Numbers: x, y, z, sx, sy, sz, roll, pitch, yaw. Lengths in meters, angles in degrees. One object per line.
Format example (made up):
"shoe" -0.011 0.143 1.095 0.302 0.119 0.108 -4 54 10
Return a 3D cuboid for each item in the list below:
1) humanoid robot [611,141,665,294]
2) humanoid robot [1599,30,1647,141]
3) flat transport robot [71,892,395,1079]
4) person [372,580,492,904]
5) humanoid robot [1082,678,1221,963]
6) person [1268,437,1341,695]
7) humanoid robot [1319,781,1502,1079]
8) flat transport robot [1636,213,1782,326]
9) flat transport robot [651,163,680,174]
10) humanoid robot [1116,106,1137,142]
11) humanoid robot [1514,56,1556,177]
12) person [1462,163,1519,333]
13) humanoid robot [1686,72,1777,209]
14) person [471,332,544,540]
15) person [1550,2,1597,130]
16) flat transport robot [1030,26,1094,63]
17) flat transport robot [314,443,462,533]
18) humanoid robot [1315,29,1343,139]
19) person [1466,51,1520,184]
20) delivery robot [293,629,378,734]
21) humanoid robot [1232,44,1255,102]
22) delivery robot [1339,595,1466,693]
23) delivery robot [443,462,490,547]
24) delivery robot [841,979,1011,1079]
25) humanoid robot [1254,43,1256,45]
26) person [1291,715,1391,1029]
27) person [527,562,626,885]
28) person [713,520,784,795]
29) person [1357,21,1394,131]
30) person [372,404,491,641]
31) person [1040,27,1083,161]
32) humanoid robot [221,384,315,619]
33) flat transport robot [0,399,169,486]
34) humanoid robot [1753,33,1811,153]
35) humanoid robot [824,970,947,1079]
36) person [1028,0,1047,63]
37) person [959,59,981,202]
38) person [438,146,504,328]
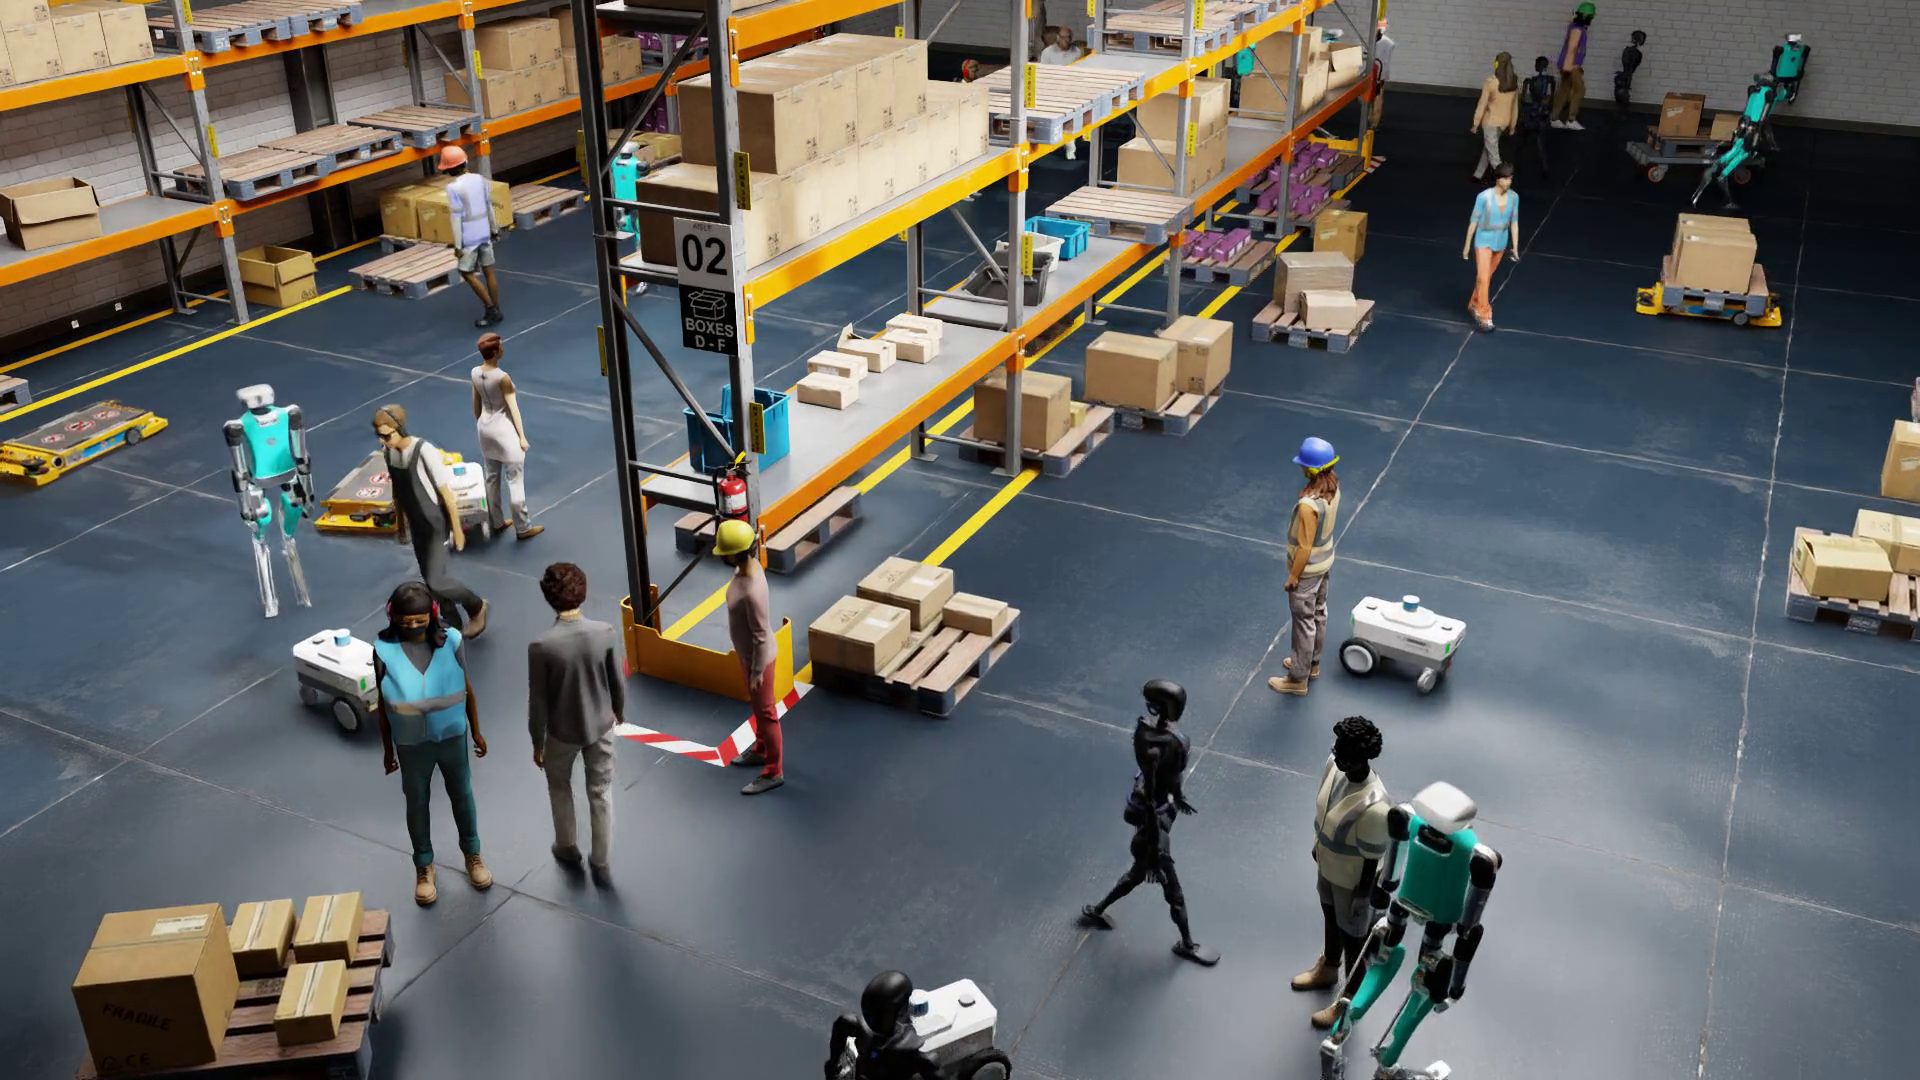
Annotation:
"humanoid robot" -3.513 -3.493 18.309 0.540 1.897 0.756 7 27 14
"humanoid robot" 9.963 -6.826 24.990 0.418 1.634 0.607 7 27 14
"flat transport robot" -3.383 2.351 8.029 0.659 0.231 1.431 -4 27 -9
"person" -2.807 1.053 8.847 0.527 1.871 0.390 -11 28 -21
"humanoid robot" 1.000 1.399 8.437 0.761 1.654 0.588 8 28 16
"person" 2.246 0.163 10.748 0.307 1.777 0.462 16 30 29
"humanoid robot" 1.873 1.920 7.261 0.983 1.761 0.547 -21 33 -36
"flat transport robot" 8.064 -2.552 17.933 1.431 0.231 0.659 9 28 18
"flat transport robot" -3.618 -5.060 22.998 0.659 0.231 1.431 20 33 35
"humanoid robot" 2.611 -6.823 24.966 0.397 1.644 0.590 4 27 8
"humanoid robot" 8.018 -5.877 23.120 0.598 1.635 0.769 -9 28 -17
"person" 5.551 -3.020 17.235 0.519 1.720 0.901 -6 27 -12
"humanoid robot" 9.920 -5.107 21.512 0.933 1.814 0.555 -2 26 -5
"person" -3.531 -0.802 12.827 0.444 1.661 0.285 13 29 25
"person" 9.556 -7.311 25.702 0.731 1.897 0.554 9 28 18
"flat transport robot" 1.751 -8.107 29.153 1.431 0.231 0.659 21 33 36
"flat transport robot" -4.684 -0.444 13.674 0.659 0.231 1.431 3 26 6
"humanoid robot" 5.215 -6.707 24.657 0.996 1.712 0.534 11 28 22
"person" 7.236 -5.644 22.429 0.569 1.830 0.992 -10 28 -18
"delivery robot" -3.925 0.863 10.716 0.789 0.598 0.499 16 30 28
"humanoid robot" 4.355 -6.583 24.489 0.837 1.808 0.540 -21 33 -36
"delivery robot" 2.952 0.657 11.145 0.780 0.609 0.513 16 31 29
"delivery robot" -3.910 -0.328 13.101 0.499 0.579 0.766 -8 27 -16
"delivery robot" -0.197 2.344 7.709 0.759 0.583 0.499 -14 30 -26
"humanoid robot" 4.339 -6.627 24.570 0.353 1.650 0.615 -8 27 -16
"person" 1.853 1.575 7.995 0.319 1.693 0.531 -6 27 -12
"person" -2.075 0.964 9.014 0.560 1.880 0.630 -11 28 -21
"person" -1.234 0.675 9.738 0.333 1.758 0.523 -7 27 -13
"person" 6.369 -7.146 25.555 0.402 1.733 0.565 -17 31 -31
"person" -3.583 -0.093 11.223 0.571 1.807 0.513 18 31 31
"person" 1.456 -6.487 24.093 0.645 1.858 0.977 -4 27 -7
"humanoid robot" -4.870 -0.301 11.724 0.531 1.783 0.679 -21 33 -36
"flat transport robot" -7.720 -0.865 14.525 0.659 0.231 1.431 10 28 19
"humanoid robot" 12.040 -6.669 24.662 0.536 1.765 1.029 -2 26 -3
"humanoid robot" -0.301 2.346 6.477 0.606 1.637 0.616 15 30 28
"person" 1.247 -8.554 28.366 0.893 1.790 0.484 -2 26 -3
"person" 0.067 -5.411 21.946 0.380 1.837 0.564 9 28 17
"person" -5.043 -3.175 17.351 0.436 1.915 0.703 13 29 24
